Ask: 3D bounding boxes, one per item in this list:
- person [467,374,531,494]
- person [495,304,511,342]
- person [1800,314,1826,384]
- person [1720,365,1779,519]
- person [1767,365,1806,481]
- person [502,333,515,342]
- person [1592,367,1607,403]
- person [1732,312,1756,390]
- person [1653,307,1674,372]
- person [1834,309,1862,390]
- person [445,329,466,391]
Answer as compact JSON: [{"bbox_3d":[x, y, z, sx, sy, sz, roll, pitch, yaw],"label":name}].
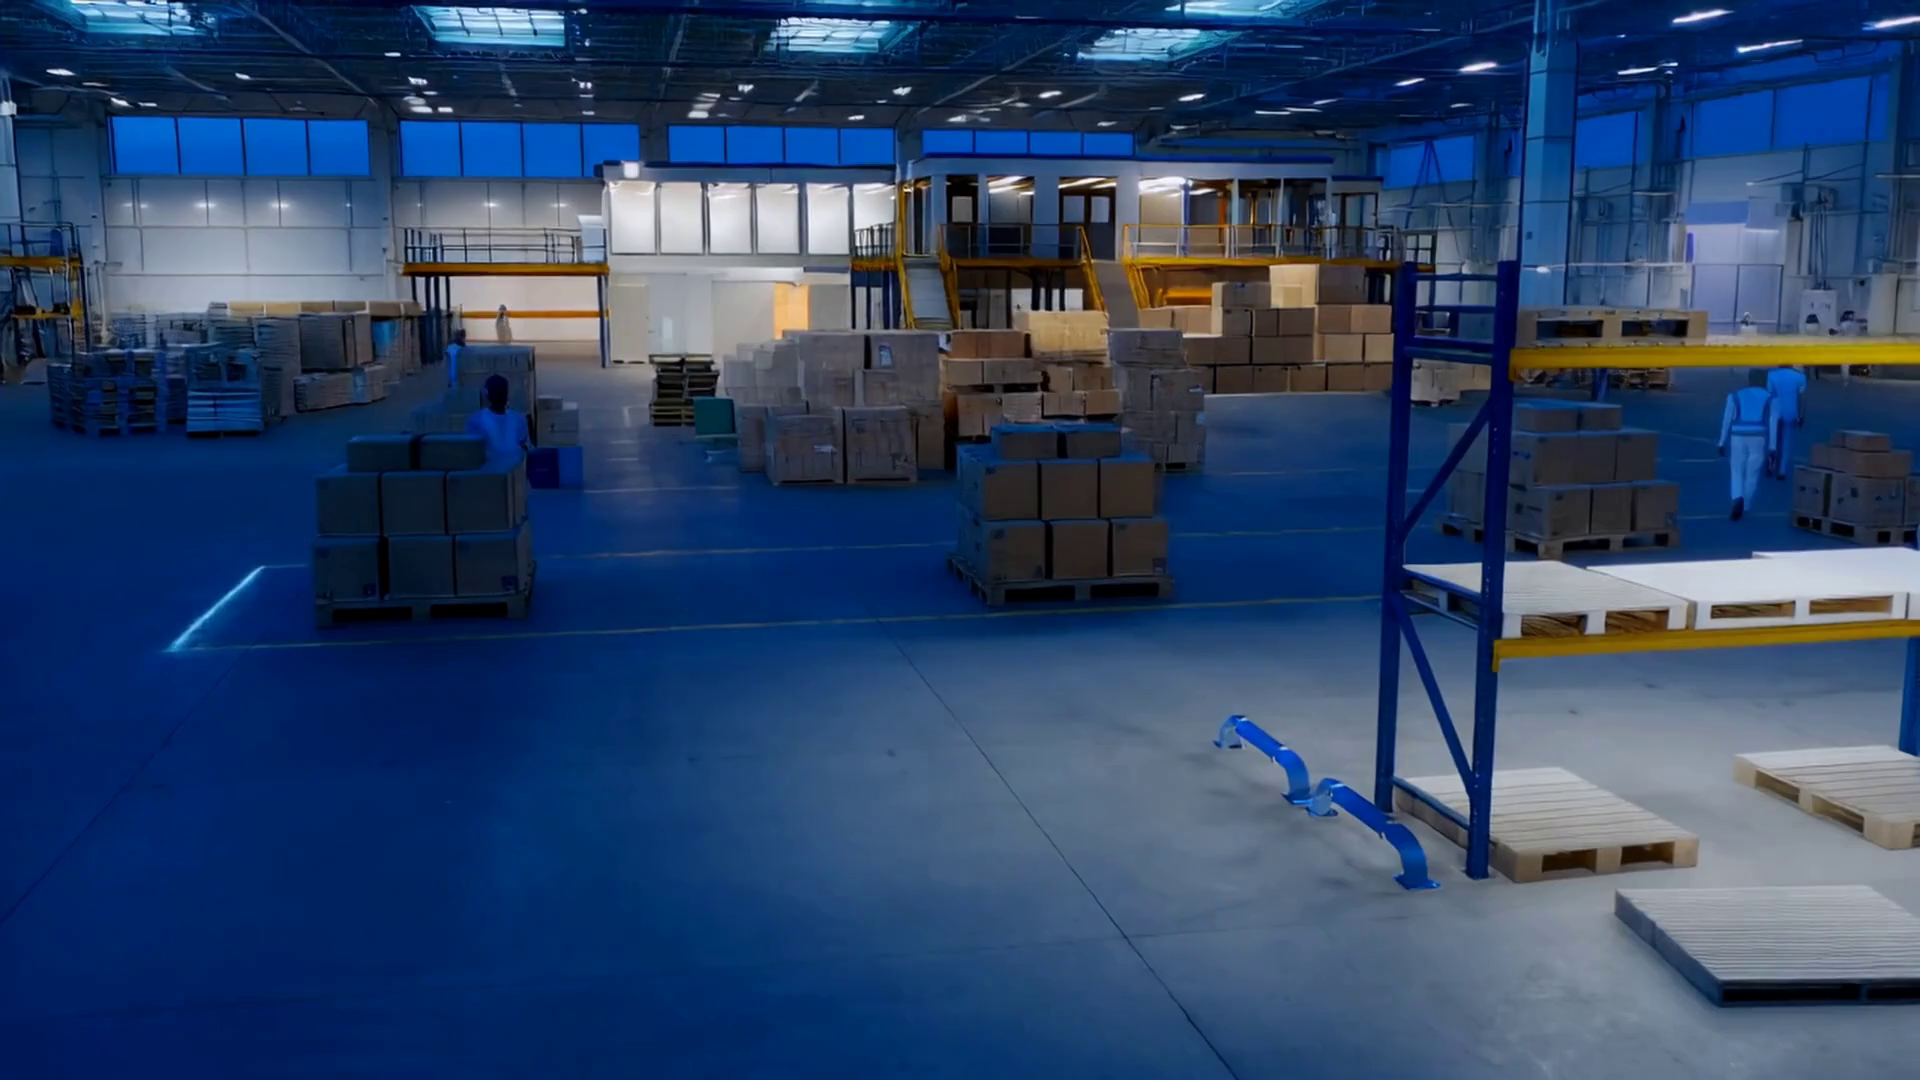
[{"bbox_3d":[-4.497,-0.634,16.263,0.607,1.967,0.367,-7,12,-38],"label":"person"},{"bbox_3d":[-14.858,-6.761,54.048,0.526,1.825,0.641,-1,9,-4],"label":"person"},{"bbox_3d":[21.779,-4.867,42.522,0.631,1.819,0.687,1,9,8],"label":"person"},{"bbox_3d":[9.347,-1.146,19.704,0.599,1.863,0.714,4,10,24],"label":"person"},{"bbox_3d":[11.623,-1.756,23.453,0.549,1.851,0.404,6,11,32],"label":"person"},{"bbox_3d":[-7.841,-2.687,29.126,0.544,1.845,0.673,3,10,16],"label":"person"},{"bbox_3d":[13.734,-3.766,35.738,0.429,1.844,0.627,6,11,33],"label":"person"},{"bbox_3d":[18.966,-4.551,40.242,0.570,1.925,0.660,1,9,4],"label":"person"},{"bbox_3d":[19.086,-5.371,45.300,0.656,1.916,0.560,4,10,22],"label":"person"},{"bbox_3d":[21.729,-4.675,40.886,0.659,1.959,0.865,1,9,6],"label":"person"},{"bbox_3d":[-9.240,-2.990,30.960,0.600,1.867,1.039,2,10,11],"label":"person"}]
